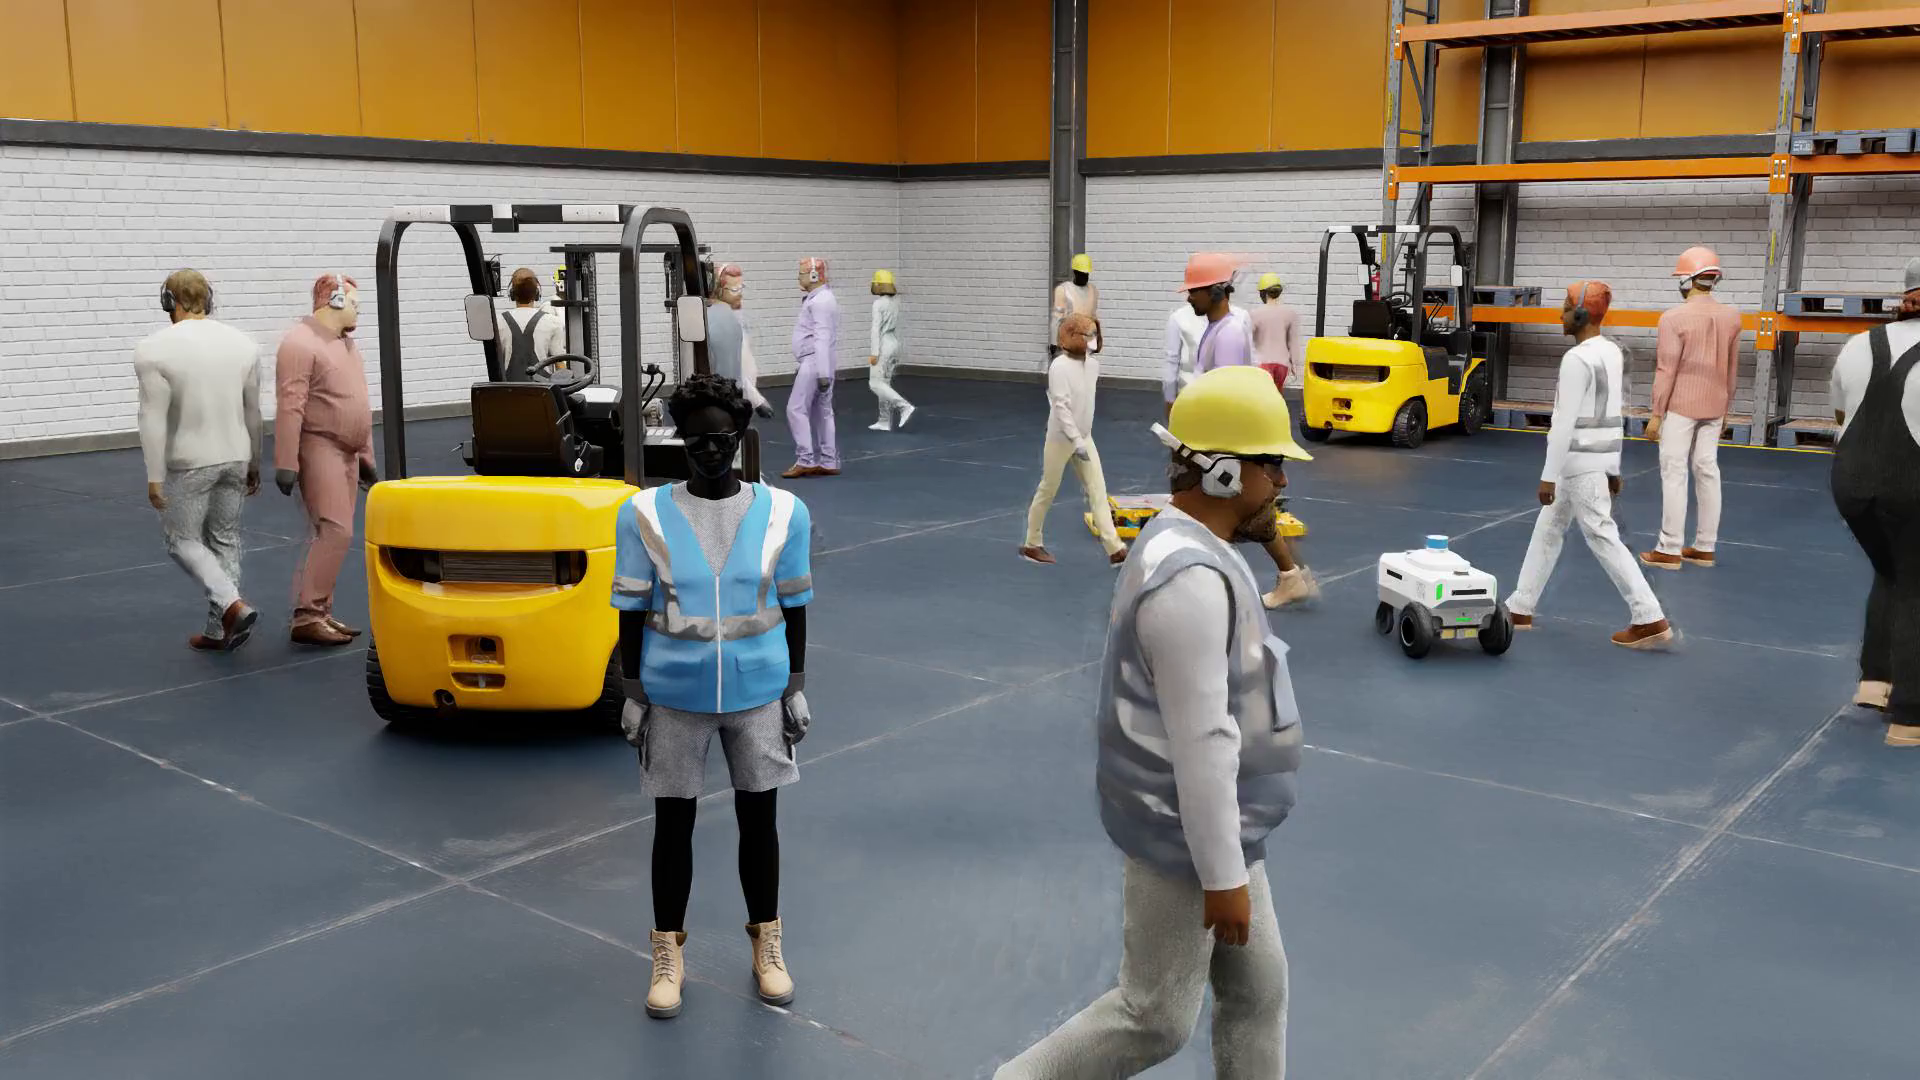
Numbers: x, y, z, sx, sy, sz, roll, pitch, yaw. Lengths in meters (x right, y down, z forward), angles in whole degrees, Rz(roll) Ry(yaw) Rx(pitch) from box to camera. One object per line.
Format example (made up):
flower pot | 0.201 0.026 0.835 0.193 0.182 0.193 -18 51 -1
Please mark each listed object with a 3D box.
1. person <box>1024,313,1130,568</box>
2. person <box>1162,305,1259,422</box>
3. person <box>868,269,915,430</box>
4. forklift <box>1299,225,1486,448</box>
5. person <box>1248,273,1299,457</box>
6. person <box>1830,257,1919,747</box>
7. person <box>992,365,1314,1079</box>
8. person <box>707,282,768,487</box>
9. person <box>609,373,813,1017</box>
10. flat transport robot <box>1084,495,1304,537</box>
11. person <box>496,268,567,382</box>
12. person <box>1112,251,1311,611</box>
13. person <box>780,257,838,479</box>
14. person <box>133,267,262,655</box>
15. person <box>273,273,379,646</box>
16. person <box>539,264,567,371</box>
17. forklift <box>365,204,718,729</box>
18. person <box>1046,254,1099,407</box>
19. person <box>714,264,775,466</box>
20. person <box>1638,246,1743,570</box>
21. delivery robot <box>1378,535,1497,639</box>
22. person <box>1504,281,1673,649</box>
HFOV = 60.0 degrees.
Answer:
person | 0.736 -0.604 10.299 0.858 1.578 0.502 9 14 41
person | 1.763 -0.987 11.531 0.625 1.896 0.958 -2 10 -9
person | -0.751 -2.007 17.692 0.532 1.725 0.493 5 11 24
forklift | 4.449 -2.115 16.993 1.214 2.155 2.313 8 13 38
person | 2.914 -1.657 15.770 0.538 1.712 0.957 -3 11 -14
person | 3.918 -0.204 6.829 0.570 2.000 0.701 -5 11 -25
person | 0.395 0.545 3.349 0.800 1.800 0.581 2 10 12
person | -1.485 -0.798 10.551 0.868 1.896 0.624 4 11 22
person | -0.644 0.408 4.392 0.534 1.697 0.318 -2 10 -13
flat transport robot | 1.611 -0.176 11.576 1.431 0.197 0.652 0 10 -2
person | -2.948 -0.939 11.442 0.514 1.846 0.336 -1 10 -4
person | 1.438 -0.569 9.052 1.092 1.979 0.617 0 10 -1
person | -1.344 -1.474 14.290 0.607 1.889 0.654 0 10 1
person | -3.594 -0.351 8.014 0.605 1.910 0.635 7 12 34
person | -3.204 -0.411 8.462 0.430 1.865 0.717 0 10 1
person | -3.568 -1.589 15.120 0.403 1.825 0.595 3 11 18
forklift | -1.766 -0.406 7.525 1.214 2.155 2.313 1 10 7
person | 1.285 -2.336 19.089 0.594 1.891 0.681 -6 12 -31
person | -1.475 -0.882 11.063 0.528 1.875 0.675 -1 10 -4
person | 4.528 -0.811 10.323 0.623 1.990 0.398 -4 11 -19
delivery robot | 2.385 0.220 8.340 0.477 0.478 0.707 -2 10 -10
person | 3.163 -0.379 8.387 1.009 1.836 0.584 7 12 35
